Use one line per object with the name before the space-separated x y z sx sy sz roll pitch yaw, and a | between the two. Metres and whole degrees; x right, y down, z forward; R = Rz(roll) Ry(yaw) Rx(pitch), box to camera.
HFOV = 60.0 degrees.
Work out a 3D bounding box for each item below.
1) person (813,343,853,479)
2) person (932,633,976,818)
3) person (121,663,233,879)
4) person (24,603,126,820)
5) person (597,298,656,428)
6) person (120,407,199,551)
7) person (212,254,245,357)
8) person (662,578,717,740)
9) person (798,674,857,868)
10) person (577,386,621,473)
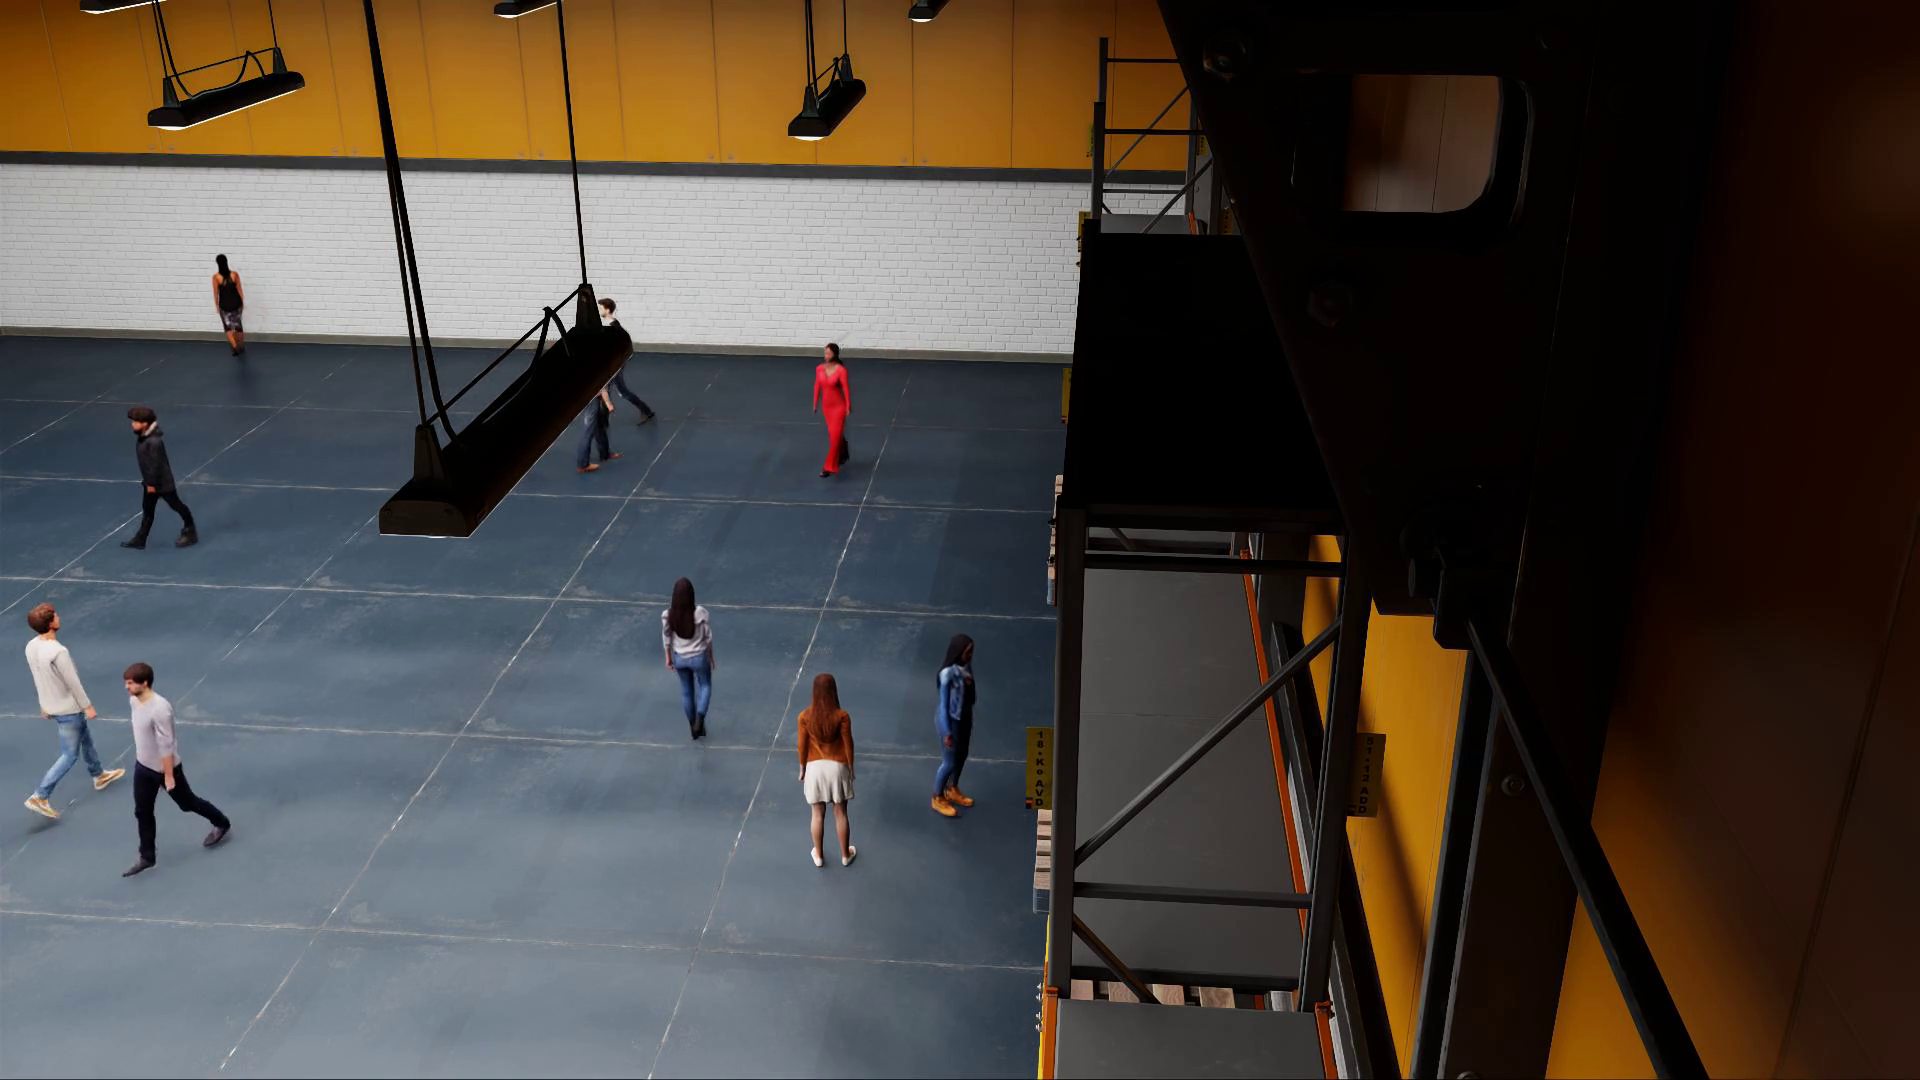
person | -1.604 -1.723 21.783 0.933 1.733 1.226 12 26 25
person | -0.071 1.576 14.277 0.759 1.700 0.625 12 26 25
person | -6.445 1.818 13.599 1.051 1.800 1.264 16 28 32
person | -7.760 1.481 14.278 1.053 1.873 1.278 16 28 32
person | -4.759 -2.445 23.268 1.045 1.867 1.228 -7 25 -16
person | -9.320 -0.725 19.504 1.029 1.729 1.174 19 30 37
person | -11.635 -3.755 26.516 0.803 1.665 0.865 -18 29 -35
person | -2.485 1.147 15.357 0.658 1.621 0.718 0 24 0
person | -1.080 1.887 13.547 0.622 1.715 0.573 1 24 1
person | -4.938 -1.772 21.772 1.031 1.831 0.984 -16 28 -32
